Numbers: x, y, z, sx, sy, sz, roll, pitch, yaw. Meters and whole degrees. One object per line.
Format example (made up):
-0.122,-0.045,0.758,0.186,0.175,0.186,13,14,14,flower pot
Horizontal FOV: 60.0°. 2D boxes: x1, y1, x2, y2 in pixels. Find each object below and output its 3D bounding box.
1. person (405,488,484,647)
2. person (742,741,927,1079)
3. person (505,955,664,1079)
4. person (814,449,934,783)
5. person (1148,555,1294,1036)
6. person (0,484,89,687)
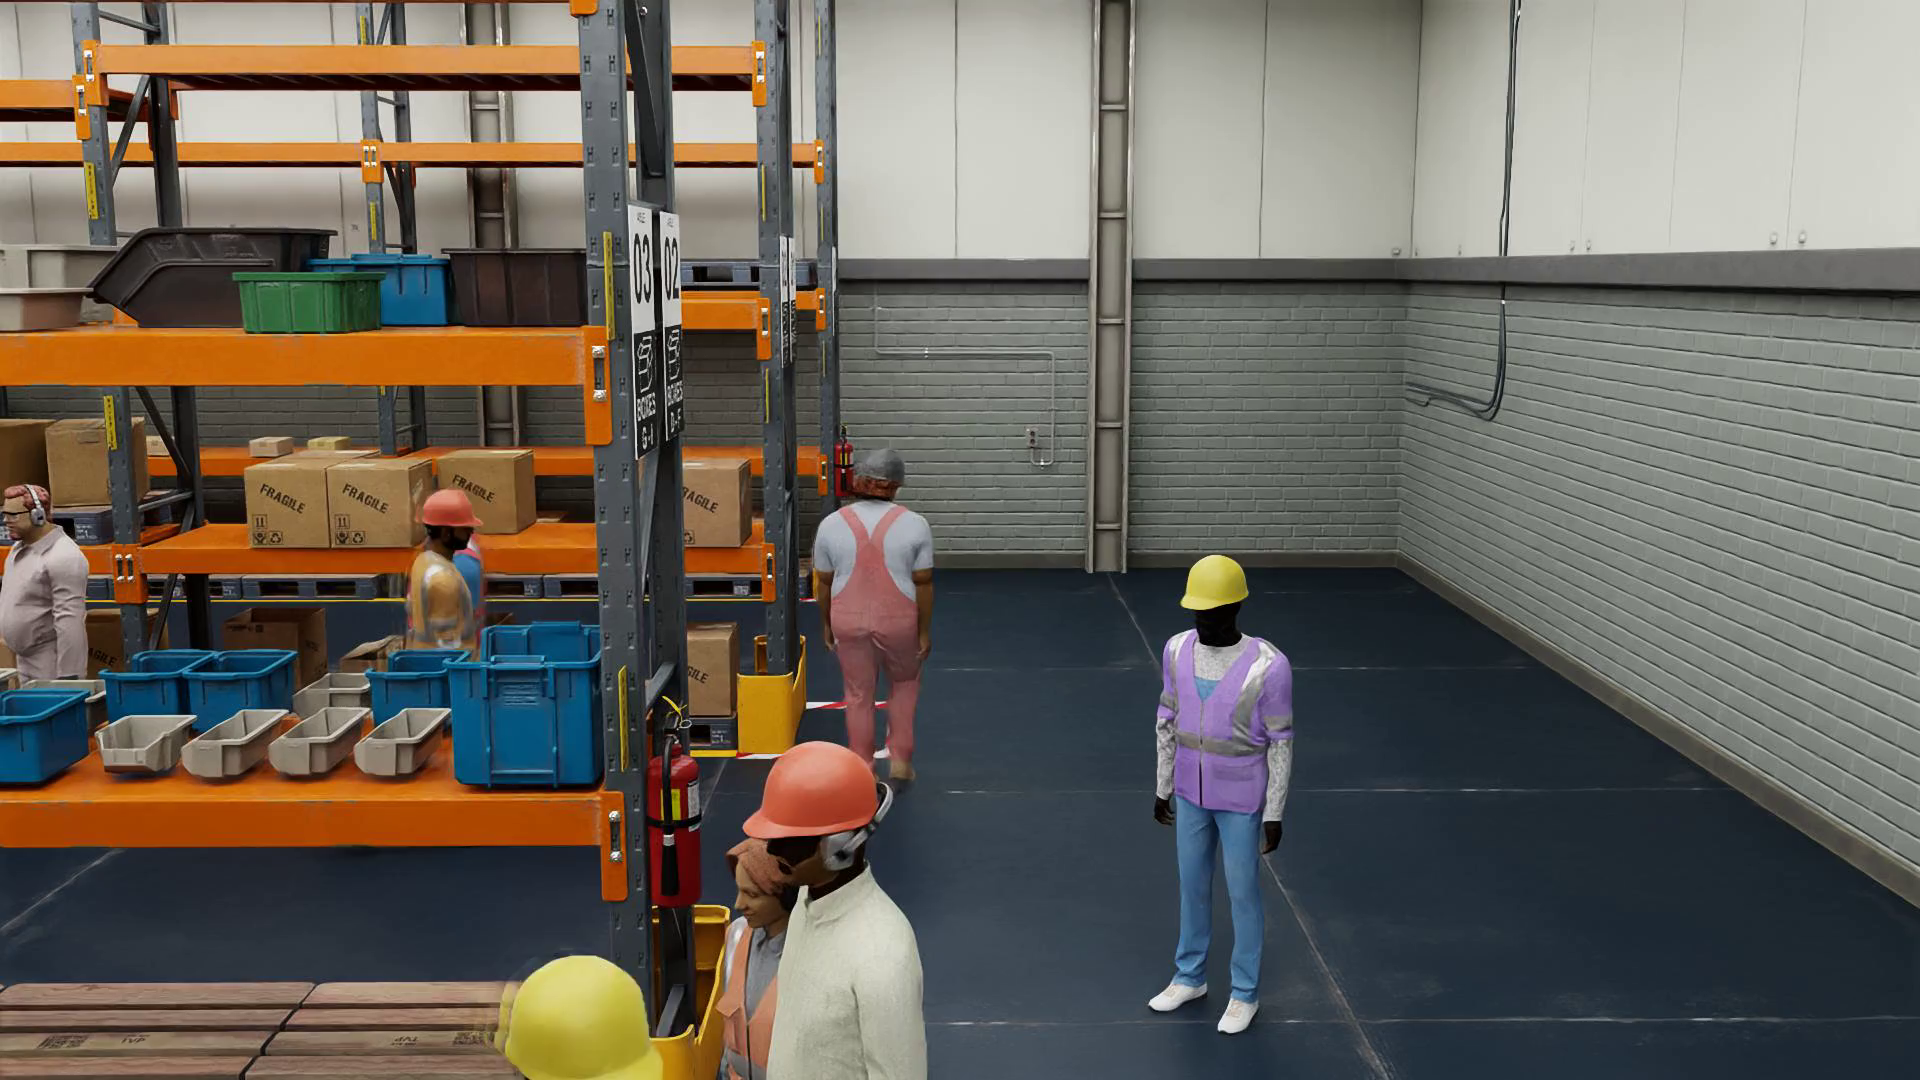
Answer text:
-2.941,0.579,9.635,0.575,1.803,0.651,-4,10,-25,person
-0.283,1.425,3.831,0.400,1.989,0.623,-4,10,-22,person
-0.738,1.608,2.999,0.595,1.908,0.690,-8,12,-42,person
-0.482,0.458,9.615,0.702,2.000,0.575,1,9,7,person
1.020,1.004,6.625,0.594,1.922,0.385,8,12,40,person
-4.916,0.641,8.940,0.647,1.899,0.399,7,12,38,person
